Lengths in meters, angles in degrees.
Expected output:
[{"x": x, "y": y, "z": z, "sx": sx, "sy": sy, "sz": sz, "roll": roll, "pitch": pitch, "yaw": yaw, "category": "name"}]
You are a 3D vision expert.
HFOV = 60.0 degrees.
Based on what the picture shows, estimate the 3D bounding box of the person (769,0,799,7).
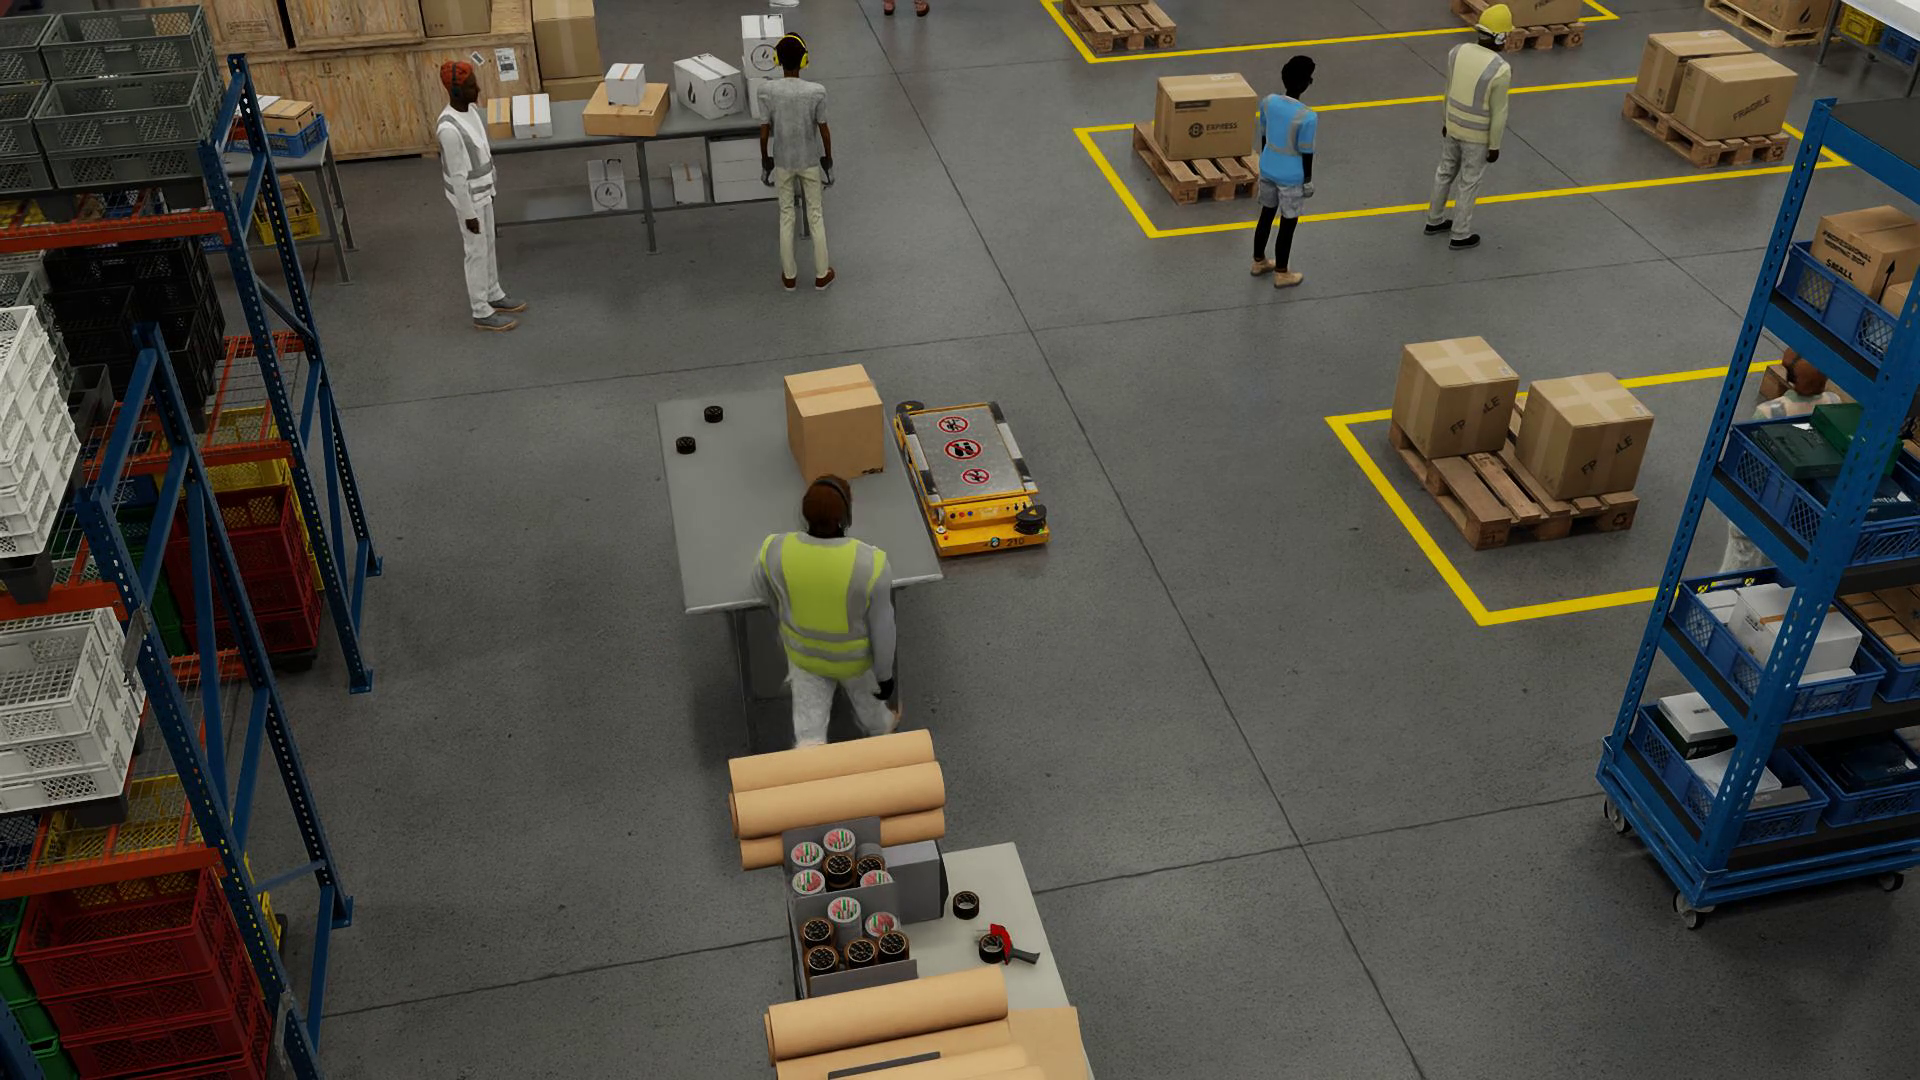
[{"x": -1.890, "y": -6.368, "z": 16.720, "sx": 0.392, "sy": 1.920, "sz": 0.593, "roll": -8, "pitch": 37, "yaw": -10, "category": "person"}]

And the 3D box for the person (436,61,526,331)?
[{"x": -3.307, "y": -2.339, "z": 11.343, "sx": 0.354, "sy": 1.879, "sz": 0.571, "roll": 1, "pitch": 37, "yaw": 1, "category": "person"}]

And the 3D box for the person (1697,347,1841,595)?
[{"x": 4.273, "y": -0.287, "z": 8.779, "sx": 0.523, "sy": 1.636, "sz": 0.311, "roll": -11, "pitch": 38, "yaw": -14, "category": "person"}]

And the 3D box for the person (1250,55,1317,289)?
[{"x": 2.318, "y": -2.625, "z": 11.877, "sx": 0.330, "sy": 1.690, "sz": 0.535, "roll": -20, "pitch": 41, "yaw": -25, "category": "person"}]

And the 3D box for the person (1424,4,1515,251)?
[{"x": 3.809, "y": -3.059, "z": 12.351, "sx": 0.403, "sy": 1.823, "sz": 0.596, "roll": -18, "pitch": 40, "yaw": -22, "category": "person"}]

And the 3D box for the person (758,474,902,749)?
[{"x": -0.545, "y": 0.421, "z": 7.686, "sx": 0.630, "sy": 1.800, "sz": 0.912, "roll": 8, "pitch": 37, "yaw": 10, "category": "person"}]

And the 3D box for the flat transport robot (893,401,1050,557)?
[{"x": 0.046, "y": -0.430, "z": 10.108, "sx": 0.652, "sy": 0.197, "sz": 1.431, "roll": -8, "pitch": 37, "yaw": -10, "category": "flat transport robot"}]

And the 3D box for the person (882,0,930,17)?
[{"x": -0.549, "y": -6.179, "z": 16.488, "sx": 0.639, "sy": 1.898, "sz": 0.397, "roll": 6, "pitch": 37, "yaw": 8, "category": "person"}]

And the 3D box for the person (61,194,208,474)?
[{"x": -4.864, "y": -1.147, "z": 9.687, "sx": 0.352, "sy": 1.936, "sz": 0.635, "roll": 29, "pitch": 45, "yaw": 33, "category": "person"}]

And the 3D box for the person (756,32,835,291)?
[{"x": -1.153, "y": -2.653, "z": 11.768, "sx": 0.534, "sy": 1.868, "sz": 0.309, "roll": 0, "pitch": 37, "yaw": 0, "category": "person"}]
